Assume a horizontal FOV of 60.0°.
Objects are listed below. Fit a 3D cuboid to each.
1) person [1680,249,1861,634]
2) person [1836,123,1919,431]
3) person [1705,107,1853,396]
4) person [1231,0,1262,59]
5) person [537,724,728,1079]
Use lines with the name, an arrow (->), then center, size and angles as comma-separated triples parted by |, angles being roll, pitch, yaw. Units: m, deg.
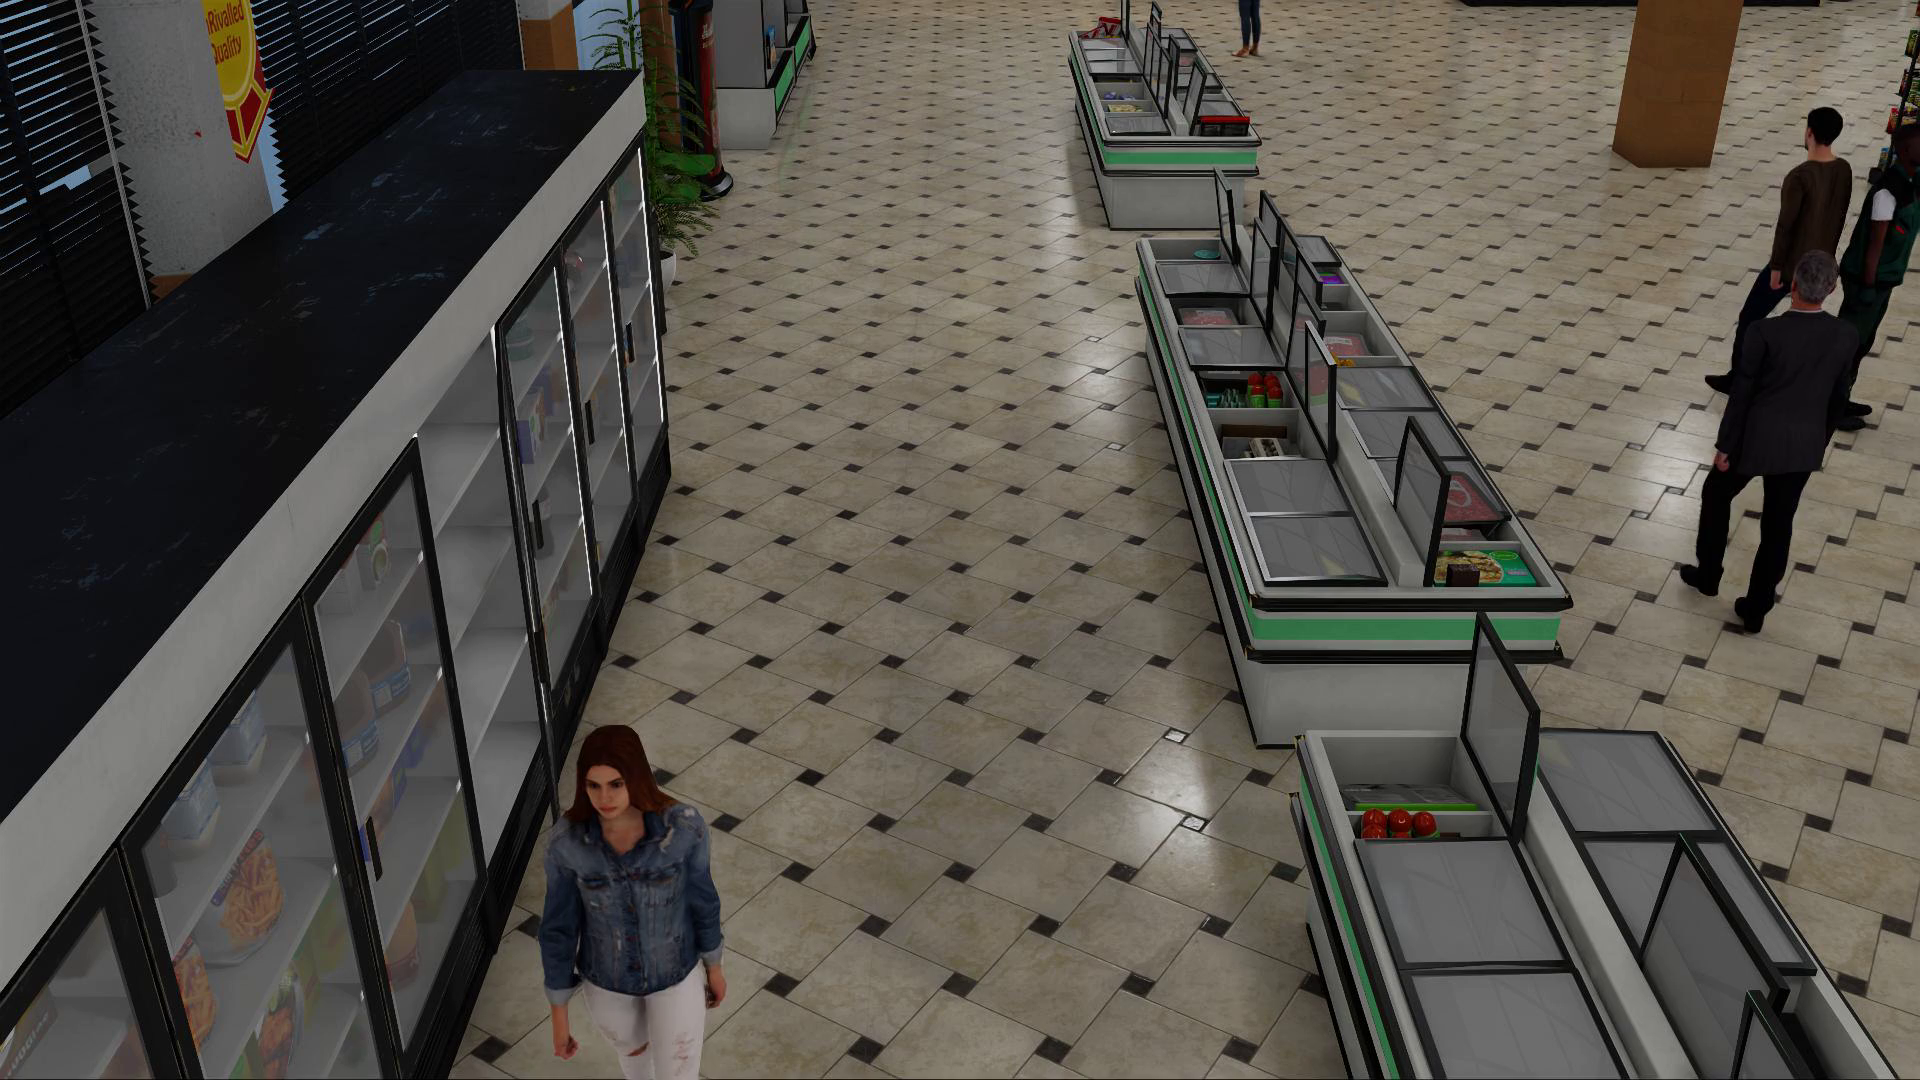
person -> 3.787, -0.411, 7.692 | 0.783, 1.822, 0.839 | 2, 27, 4
person -> 5.477, -1.586, 9.991 | 0.845, 1.838, 0.756 | 18, 32, 32
person -> 5.138, -1.627, 10.044 | 0.800, 1.864, 0.926 | -9, 28, -17
person -> 3.586, -6.878, 20.481 | 0.675, 1.790, 0.710 | -19, 33, -33
person -> -0.892, 1.187, 4.711 | 0.657, 1.669, 1.021 | -2, 27, -3
